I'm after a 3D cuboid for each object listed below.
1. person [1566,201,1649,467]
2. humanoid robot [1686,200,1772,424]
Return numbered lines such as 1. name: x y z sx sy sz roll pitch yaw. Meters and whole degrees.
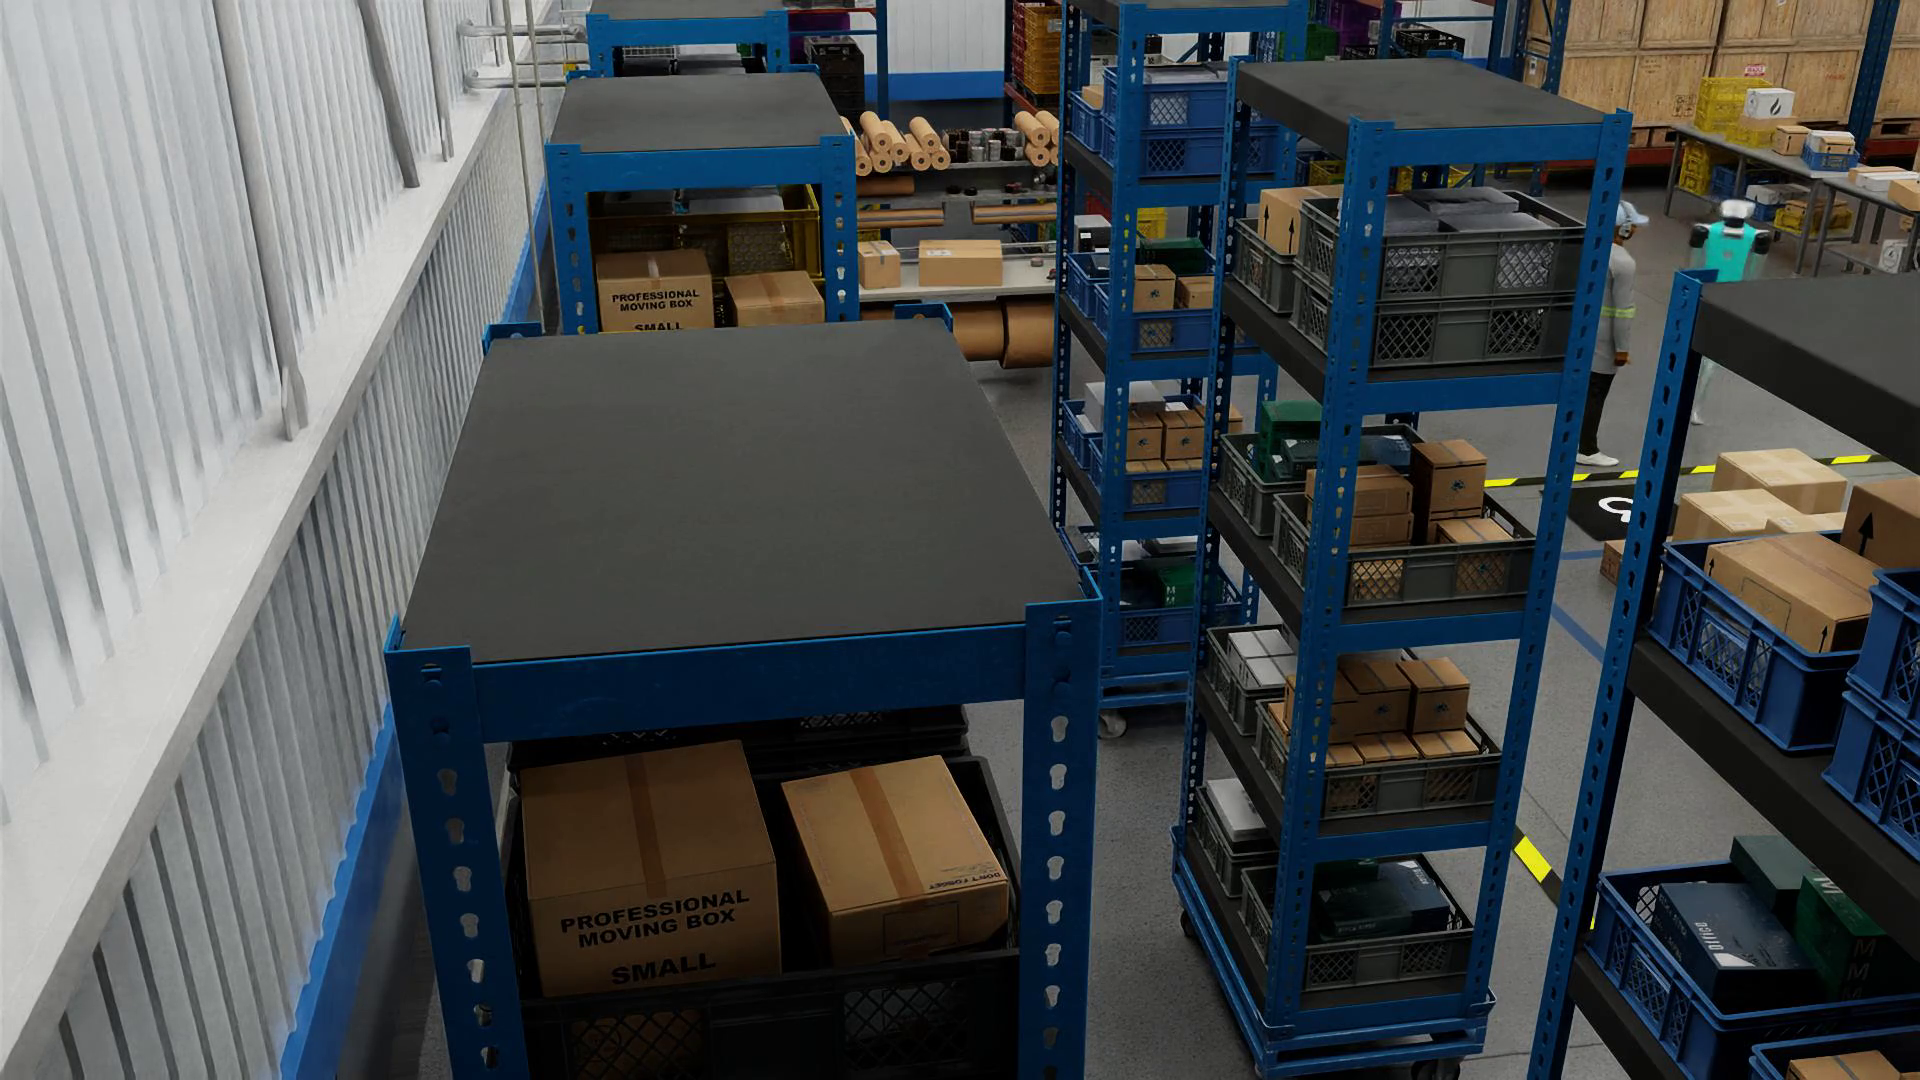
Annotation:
1. person: 4.449 -1.423 11.498 0.370 1.853 0.589 -5 25 -11
2. humanoid robot: 5.509 -1.659 12.181 0.535 1.793 0.809 9 26 20
